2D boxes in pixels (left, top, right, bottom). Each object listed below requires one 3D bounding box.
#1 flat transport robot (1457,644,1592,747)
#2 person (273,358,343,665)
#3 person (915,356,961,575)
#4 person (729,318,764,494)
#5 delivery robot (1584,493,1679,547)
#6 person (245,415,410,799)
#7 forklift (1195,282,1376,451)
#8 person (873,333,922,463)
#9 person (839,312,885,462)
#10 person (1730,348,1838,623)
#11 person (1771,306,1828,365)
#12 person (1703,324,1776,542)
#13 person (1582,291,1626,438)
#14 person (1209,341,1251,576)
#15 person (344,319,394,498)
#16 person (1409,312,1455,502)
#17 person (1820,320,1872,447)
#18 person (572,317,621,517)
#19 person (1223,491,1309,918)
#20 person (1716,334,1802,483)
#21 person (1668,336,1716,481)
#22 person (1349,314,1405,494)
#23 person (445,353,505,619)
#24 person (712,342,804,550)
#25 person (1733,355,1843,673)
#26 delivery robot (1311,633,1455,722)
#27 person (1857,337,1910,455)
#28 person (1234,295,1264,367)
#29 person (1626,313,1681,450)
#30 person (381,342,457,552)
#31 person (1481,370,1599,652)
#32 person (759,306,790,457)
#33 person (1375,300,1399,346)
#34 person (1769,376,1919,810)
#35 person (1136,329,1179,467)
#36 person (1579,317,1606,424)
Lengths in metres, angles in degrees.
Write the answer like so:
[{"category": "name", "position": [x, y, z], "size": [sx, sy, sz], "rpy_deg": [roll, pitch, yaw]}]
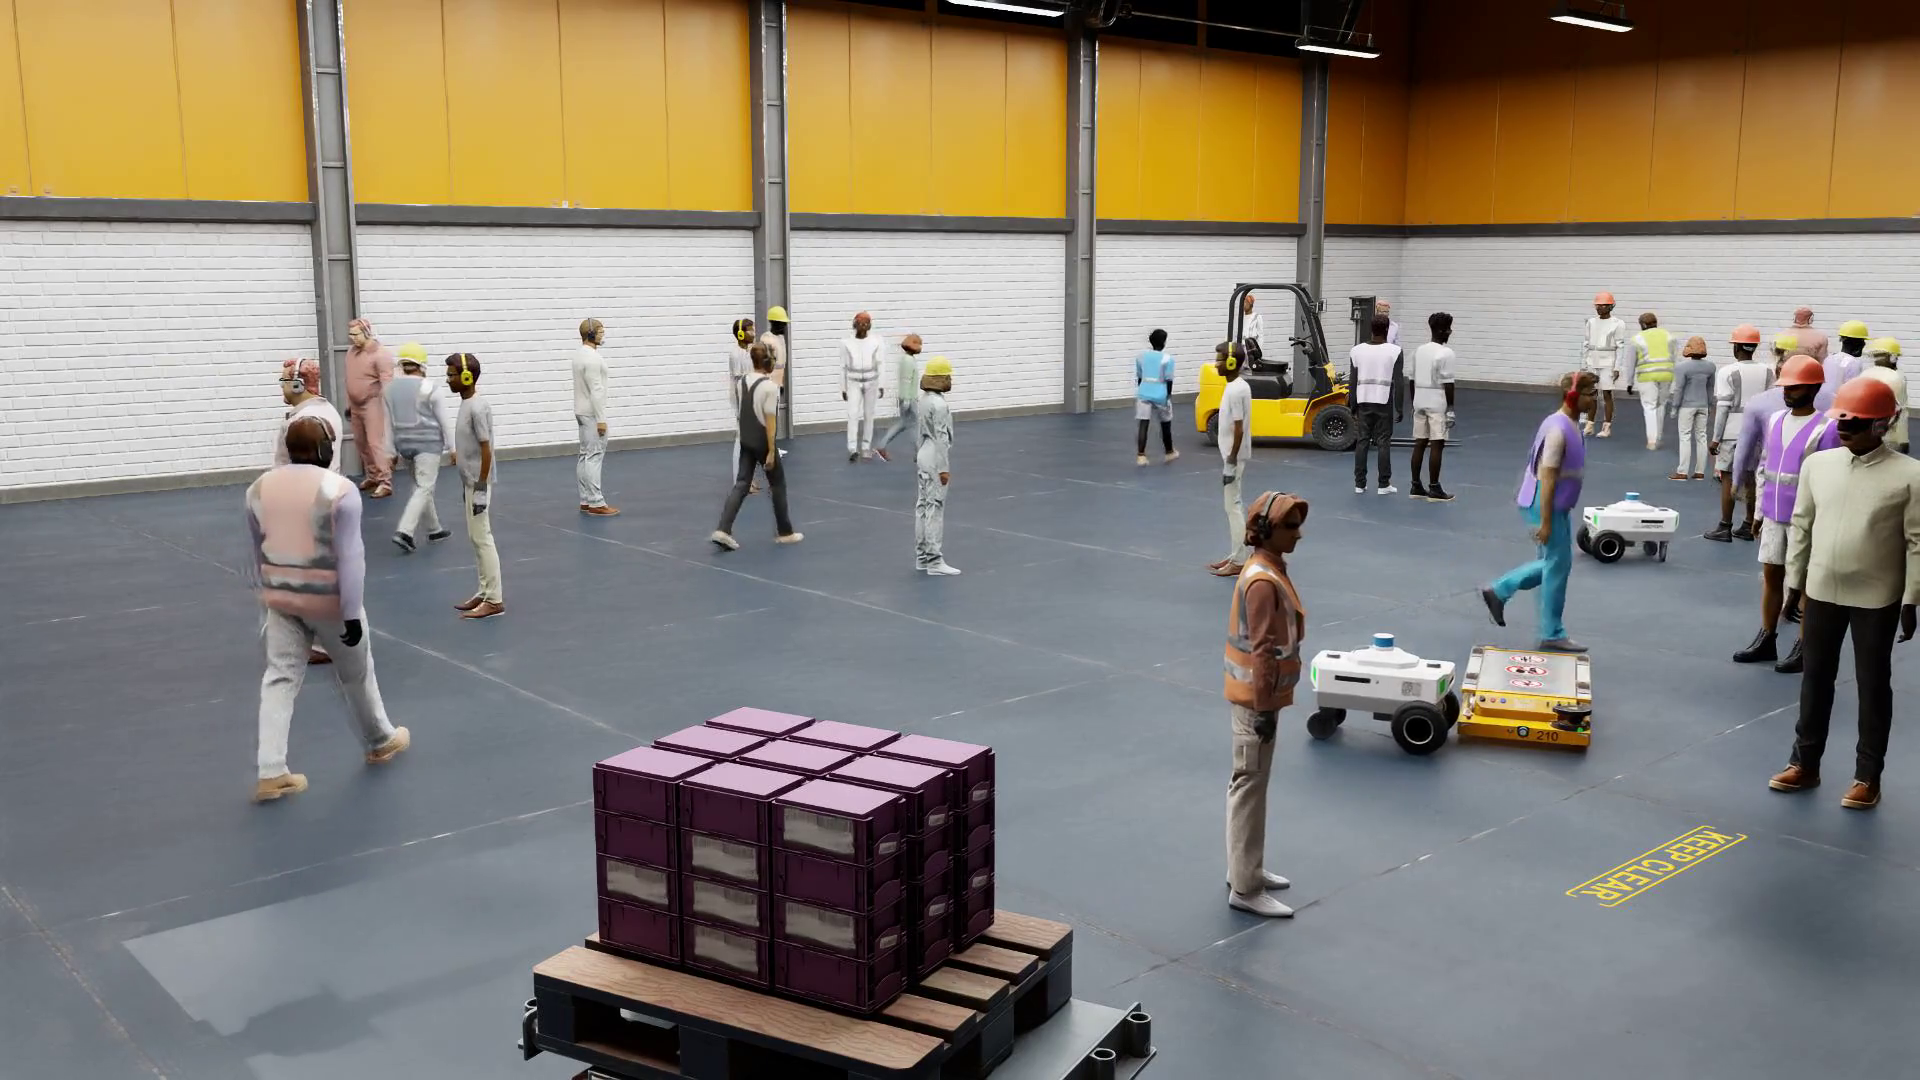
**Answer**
[{"category": "flat transport robot", "position": [3.145, 0.835, 9.223], "size": [0.652, 0.197, 1.431], "rpy_deg": [4, 10, 20]}, {"category": "person", "position": [-4.063, -0.179, 10.382], "size": [0.408, 1.908, 0.643], "rpy_deg": [-1, 10, -8]}, {"category": "person", "position": [-0.183, -0.599, 13.312], "size": [0.312, 1.744, 0.487], "rpy_deg": [-3, 10, -18]}, {"category": "person", "position": [-2.301, -1.435, 17.839], "size": [0.328, 1.873, 0.513], "rpy_deg": [0, 10, 3]}, {"category": "delivery robot", "position": [5.609, -0.151, 13.896], "size": [0.707, 0.478, 0.477], "rpy_deg": [1, 10, 6]}, {"category": "person", "position": [-3.091, 0.294, 7.992], "size": [0.638, 1.784, 0.982], "rpy_deg": [2, 10, 13]}, {"category": "forklift", "position": [4.328, -2.346, 22.227], "size": [2.313, 2.155, 1.214], "rpy_deg": [3, 10, 16]}, {"category": "person", "position": [-0.694, -1.729, 20.335], "size": [0.691, 1.610, 0.498], "rpy_deg": [-2, 10, -12]}, {"category": "person", "position": [-1.208, -1.886, 20.605], "size": [0.564, 1.831, 0.962], "rpy_deg": [-1, 10, -4]}, {"category": "person", "position": [5.837, -0.414, 11.818], "size": [0.658, 1.879, 1.041], "rpy_deg": [2, 10, 9]}, {"category": "person", "position": [10.576, -1.989, 20.978], "size": [0.652, 1.906, 0.403], "rpy_deg": [6, 12, 33]}, {"category": "person", "position": [6.914, -0.946, 14.777], "size": [0.550, 1.937, 0.357], "rpy_deg": [-2, 10, -14]}, {"category": "person", "position": [8.952, -2.443, 23.232], "size": [0.377, 2.045, 0.605], "rpy_deg": [-7, 12, -35]}, {"category": "person", "position": [2.152, -0.638, 13.191], "size": [0.310, 1.864, 0.533], "rpy_deg": [2, 10, 11]}, {"category": "person", "position": [-6.247, -1.406, 17.660], "size": [0.850, 1.881, 0.543], "rpy_deg": [7, 12, 36]}, {"category": "person", "position": [4.913, -1.383, 17.254], "size": [0.362, 1.963, 0.614], "rpy_deg": [-5, 11, -25]}, {"category": "person", "position": [8.488, -1.147, 15.997], "size": [0.385, 1.922, 0.594], "rpy_deg": [0, 10, -1]}, {"category": "person", "position": [-3.585, -1.199, 16.258], "size": [0.372, 1.940, 0.631], "rpy_deg": [-5, 11, -27]}, {"category": "person", "position": [1.178, 0.623, 6.476], "size": [0.315, 1.636, 0.515], "rpy_deg": [2, 10, 11]}, {"category": "person", "position": [8.673, -1.364, 17.887], "size": [0.903, 1.722, 0.525], "rpy_deg": [1, 10, 6]}, {"category": "person", "position": [8.269, -1.479, 18.788], "size": [0.498, 1.633, 0.282], "rpy_deg": [-2, 10, -12]}, {"category": "person", "position": [4.446, -1.446, 17.765], "size": [0.597, 1.918, 0.383], "rpy_deg": [6, 11, 32]}, {"category": "person", "position": [-3.413, -0.380, 11.680], "size": [0.309, 1.864, 0.535], "rpy_deg": [-4, 11, -24]}, {"category": "person", "position": [-1.778, -0.812, 14.388], "size": [0.521, 1.808, 0.935], "rpy_deg": [8, 12, 38]}, {"category": "person", "position": [5.082, -0.159, 10.173], "size": [0.356, 1.939, 0.543], "rpy_deg": [-4, 11, -24]}, {"category": "delivery robot", "position": [2.210, 0.734, 8.714], "size": [0.707, 0.478, 0.477], "rpy_deg": [4, 11, 24]}, {"category": "person", "position": [8.395, -0.962, 15.326], "size": [0.767, 1.792, 0.642], "rpy_deg": [-1, 10, -7]}, {"category": "person", "position": [4.804, -3.142, 27.792], "size": [0.337, 1.882, 0.584], "rpy_deg": [-7, 12, -37]}, {"category": "person", "position": [9.149, -2.099, 21.999], "size": [0.656, 1.781, 0.782], "rpy_deg": [0, 10, 2]}, {"category": "person", "position": [-4.693, -0.807, 14.379], "size": [0.590, 1.802, 0.883], "rpy_deg": [4, 10, 21]}, {"category": "person", "position": [3.753, -0.198, 10.728], "size": [0.620, 1.822, 0.581], "rpy_deg": [6, 11, 30]}, {"category": "person", "position": [-2.339, -1.990, 20.978], "size": [0.435, 1.912, 0.588], "rpy_deg": [2, 10, 14]}, {"category": "person", "position": [6.004, -2.478, 23.852], "size": [0.642, 1.906, 0.410], "rpy_deg": [-2, 10, -12]}, {"category": "person", "position": [4.111, 0.240, 7.674], "size": [0.393, 1.990, 0.616], "rpy_deg": [-7, 12, -37]}, {"category": "person", "position": [2.384, -1.722, 20.126], "size": [0.544, 1.644, 0.861], "rpy_deg": [6, 11, 30]}, {"category": "person", "position": [9.572, -2.547, 25.067], "size": [0.510, 1.622, 0.527], "rpy_deg": [-4, 10, -22]}]
